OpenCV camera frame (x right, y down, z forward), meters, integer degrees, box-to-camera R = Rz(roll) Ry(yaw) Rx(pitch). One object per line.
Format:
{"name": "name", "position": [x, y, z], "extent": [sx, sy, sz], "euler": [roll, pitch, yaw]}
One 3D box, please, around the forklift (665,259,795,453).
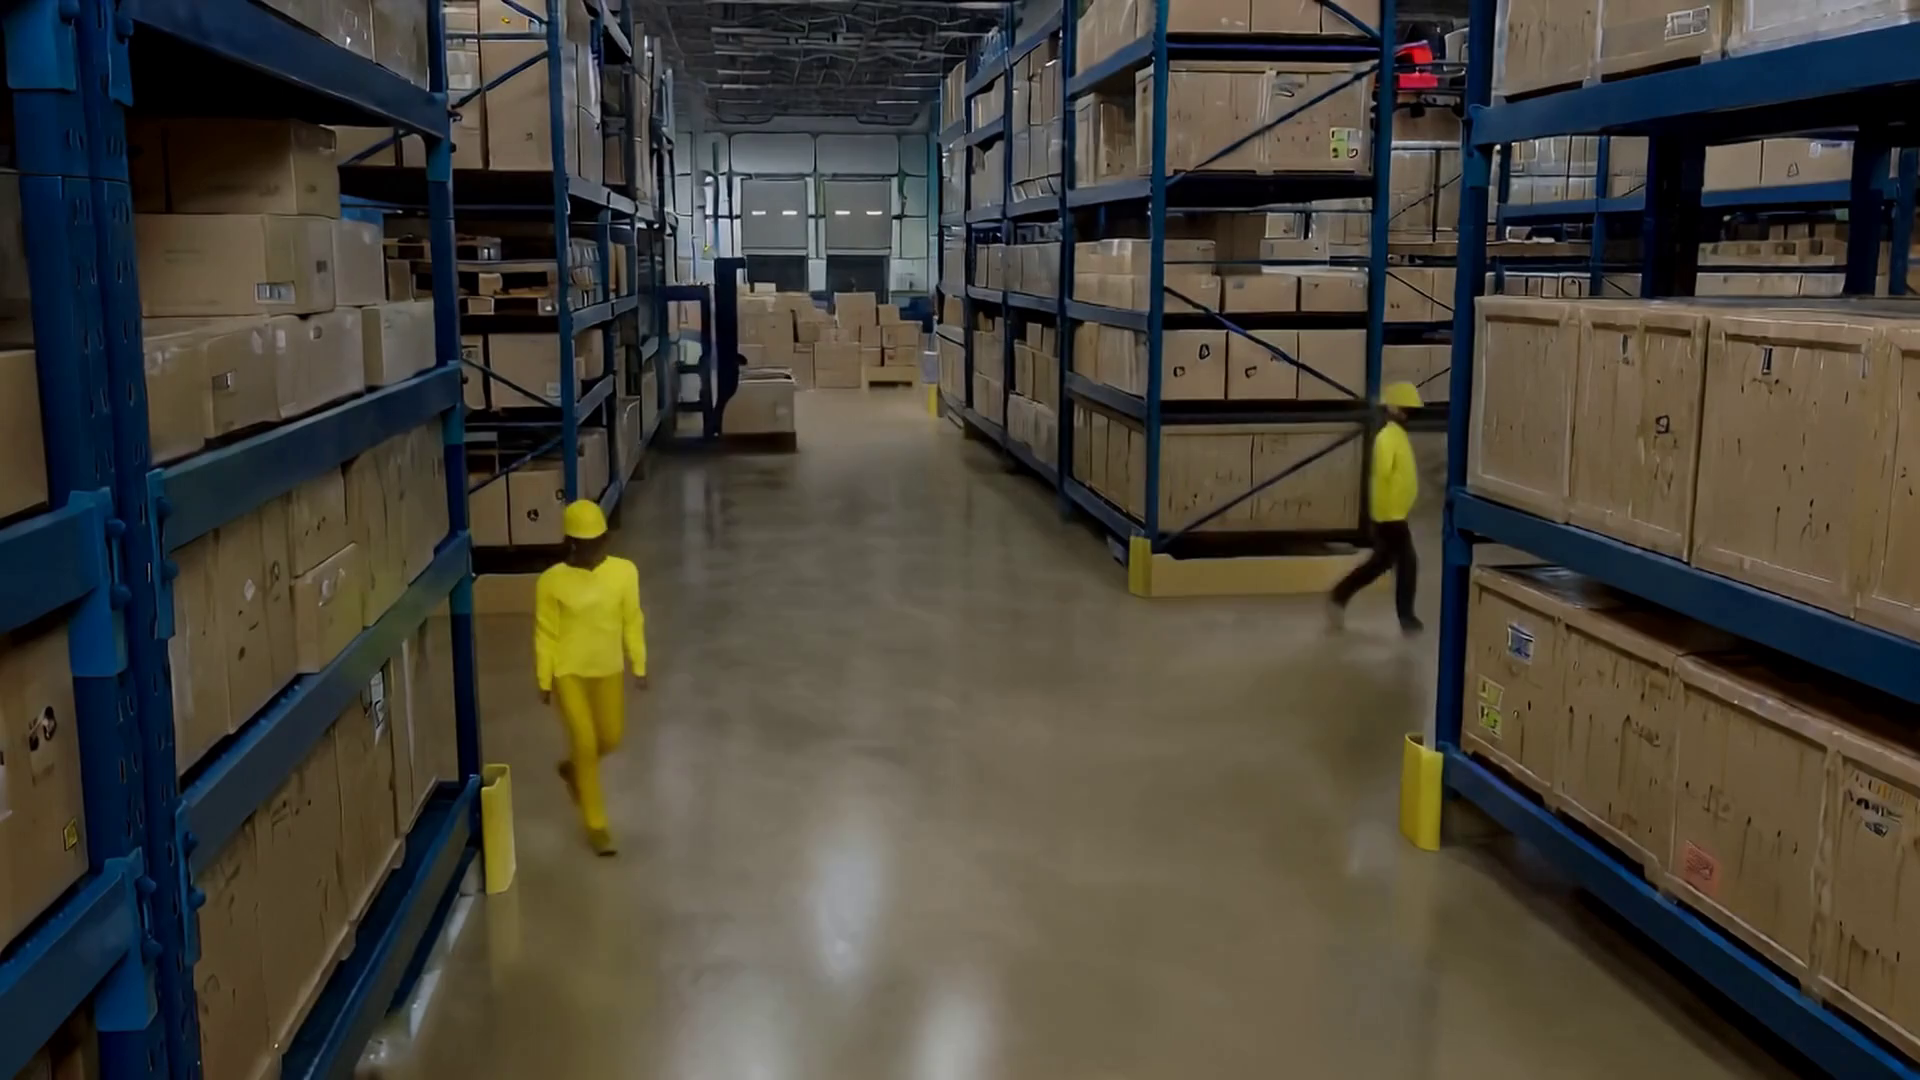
{"name": "forklift", "position": [-3.390, -2.719, 24.397], "extent": [1.873, 2.768, 1.129], "euler": [-1, 10, -7]}

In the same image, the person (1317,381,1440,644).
{"name": "person", "position": [3.164, -0.217, 12.492], "extent": [0.902, 1.969, 0.617], "euler": [4, 11, 22]}

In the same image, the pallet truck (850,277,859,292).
{"name": "pallet truck", "position": [-3.782, -9.391, 65.808], "extent": [1.885, 1.965, 0.823], "euler": [2, 10, 10]}

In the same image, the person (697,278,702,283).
{"name": "person", "position": [-10.775, -9.888, 68.872], "extent": [0.547, 1.939, 0.376], "euler": [-6, 12, -33]}

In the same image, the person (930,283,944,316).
{"name": "person", "position": [-0.734, -7.779, 56.593], "extent": [0.629, 1.940, 0.373], "euler": [-6, 12, -33]}

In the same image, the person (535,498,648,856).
{"name": "person", "position": [-1.851, 0.628, 8.228], "extent": [0.541, 1.737, 0.723], "euler": [-7, 12, -35]}

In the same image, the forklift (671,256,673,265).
{"name": "forklift", "position": [-10.987, -9.066, 61.344], "extent": [1.129, 2.768, 1.873], "euler": [-1, 10, -7]}

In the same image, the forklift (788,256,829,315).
{"name": "forklift", "position": [-5.680, -8.637, 58.848], "extent": [1.873, 2.768, 1.129], "euler": [4, 11, 24]}
